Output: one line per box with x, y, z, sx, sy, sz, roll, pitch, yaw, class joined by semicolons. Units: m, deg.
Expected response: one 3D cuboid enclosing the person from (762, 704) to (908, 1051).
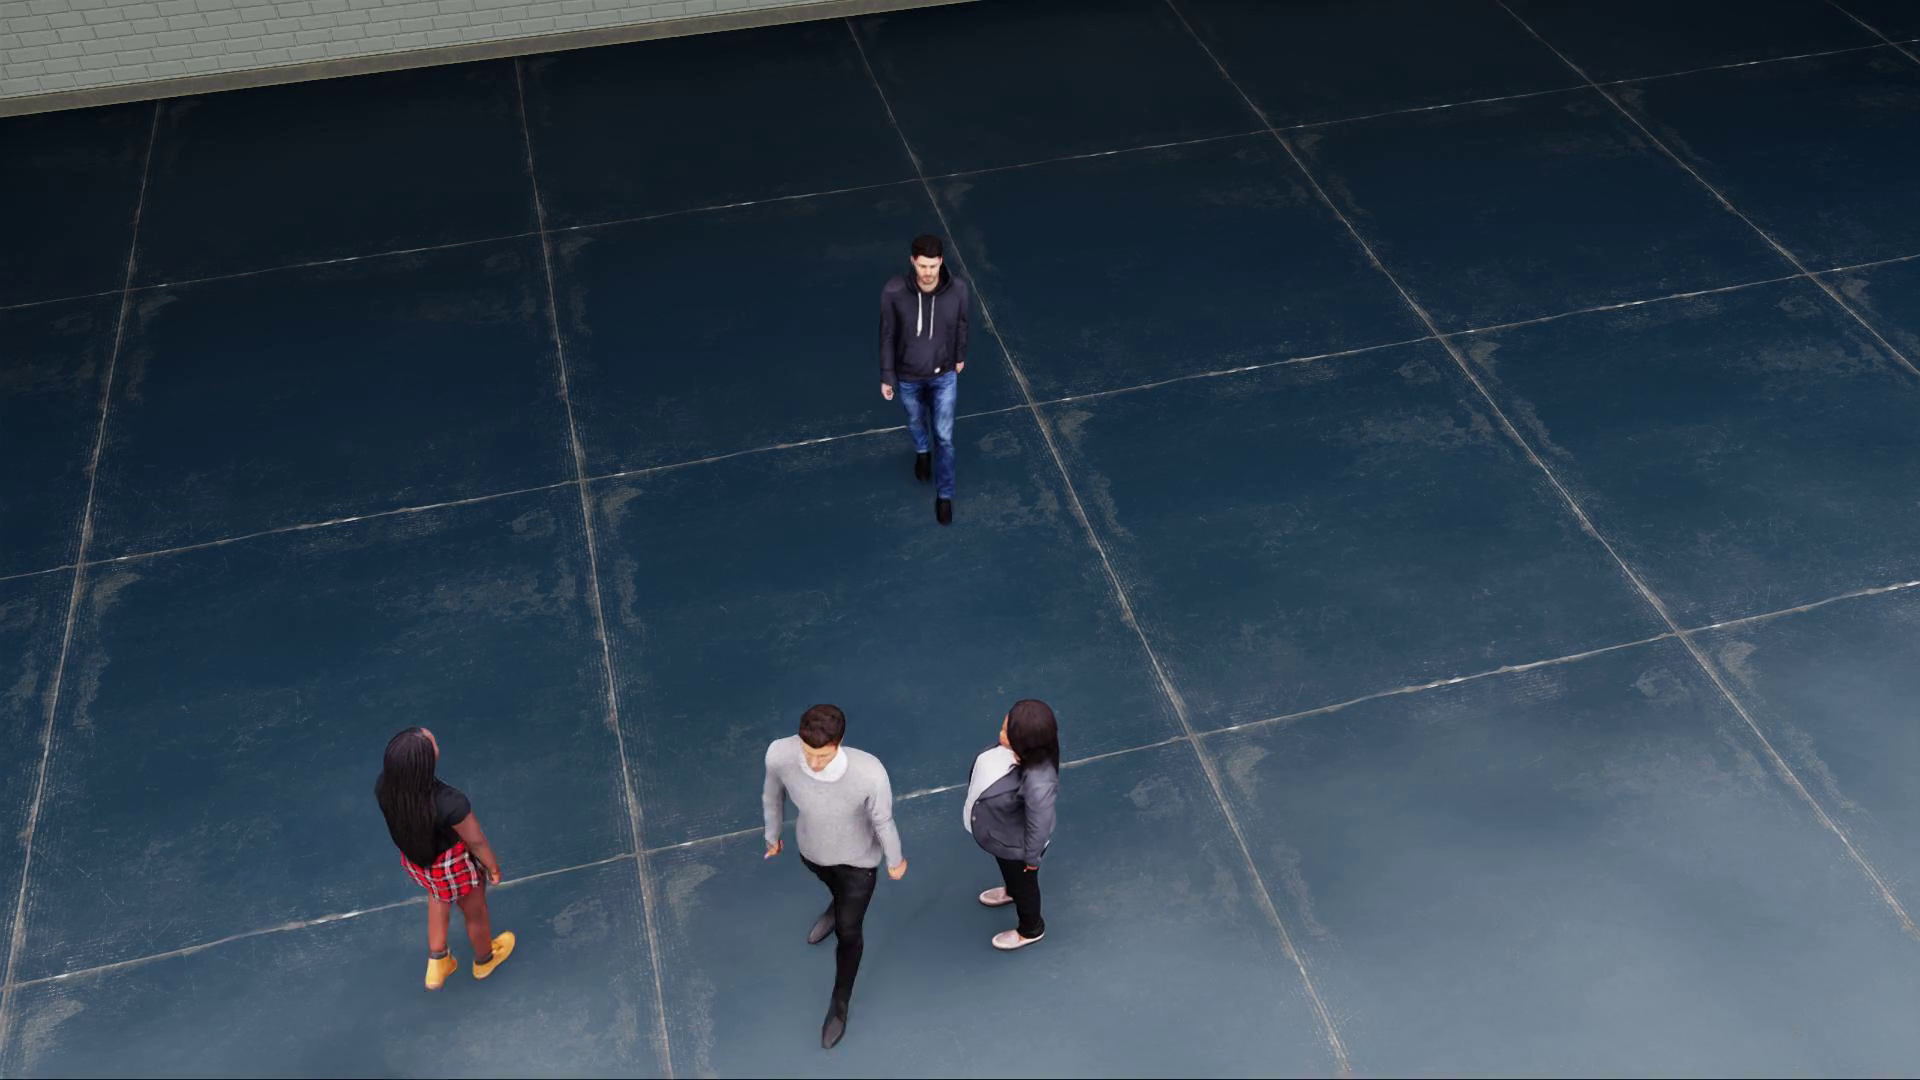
-0.501;1.293;7.426;1.175;1.878;1.274;18;46;18;person

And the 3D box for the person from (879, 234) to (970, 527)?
-0.215;-1.084;9.988;0.861;1.857;1.116;1;43;1;person

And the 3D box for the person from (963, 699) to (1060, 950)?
0.278;1.283;7.642;0.768;1.597;0.639;-4;43;-4;person

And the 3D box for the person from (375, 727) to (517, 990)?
-2.314;1.485;7.338;0.793;1.716;0.863;12;44;13;person
